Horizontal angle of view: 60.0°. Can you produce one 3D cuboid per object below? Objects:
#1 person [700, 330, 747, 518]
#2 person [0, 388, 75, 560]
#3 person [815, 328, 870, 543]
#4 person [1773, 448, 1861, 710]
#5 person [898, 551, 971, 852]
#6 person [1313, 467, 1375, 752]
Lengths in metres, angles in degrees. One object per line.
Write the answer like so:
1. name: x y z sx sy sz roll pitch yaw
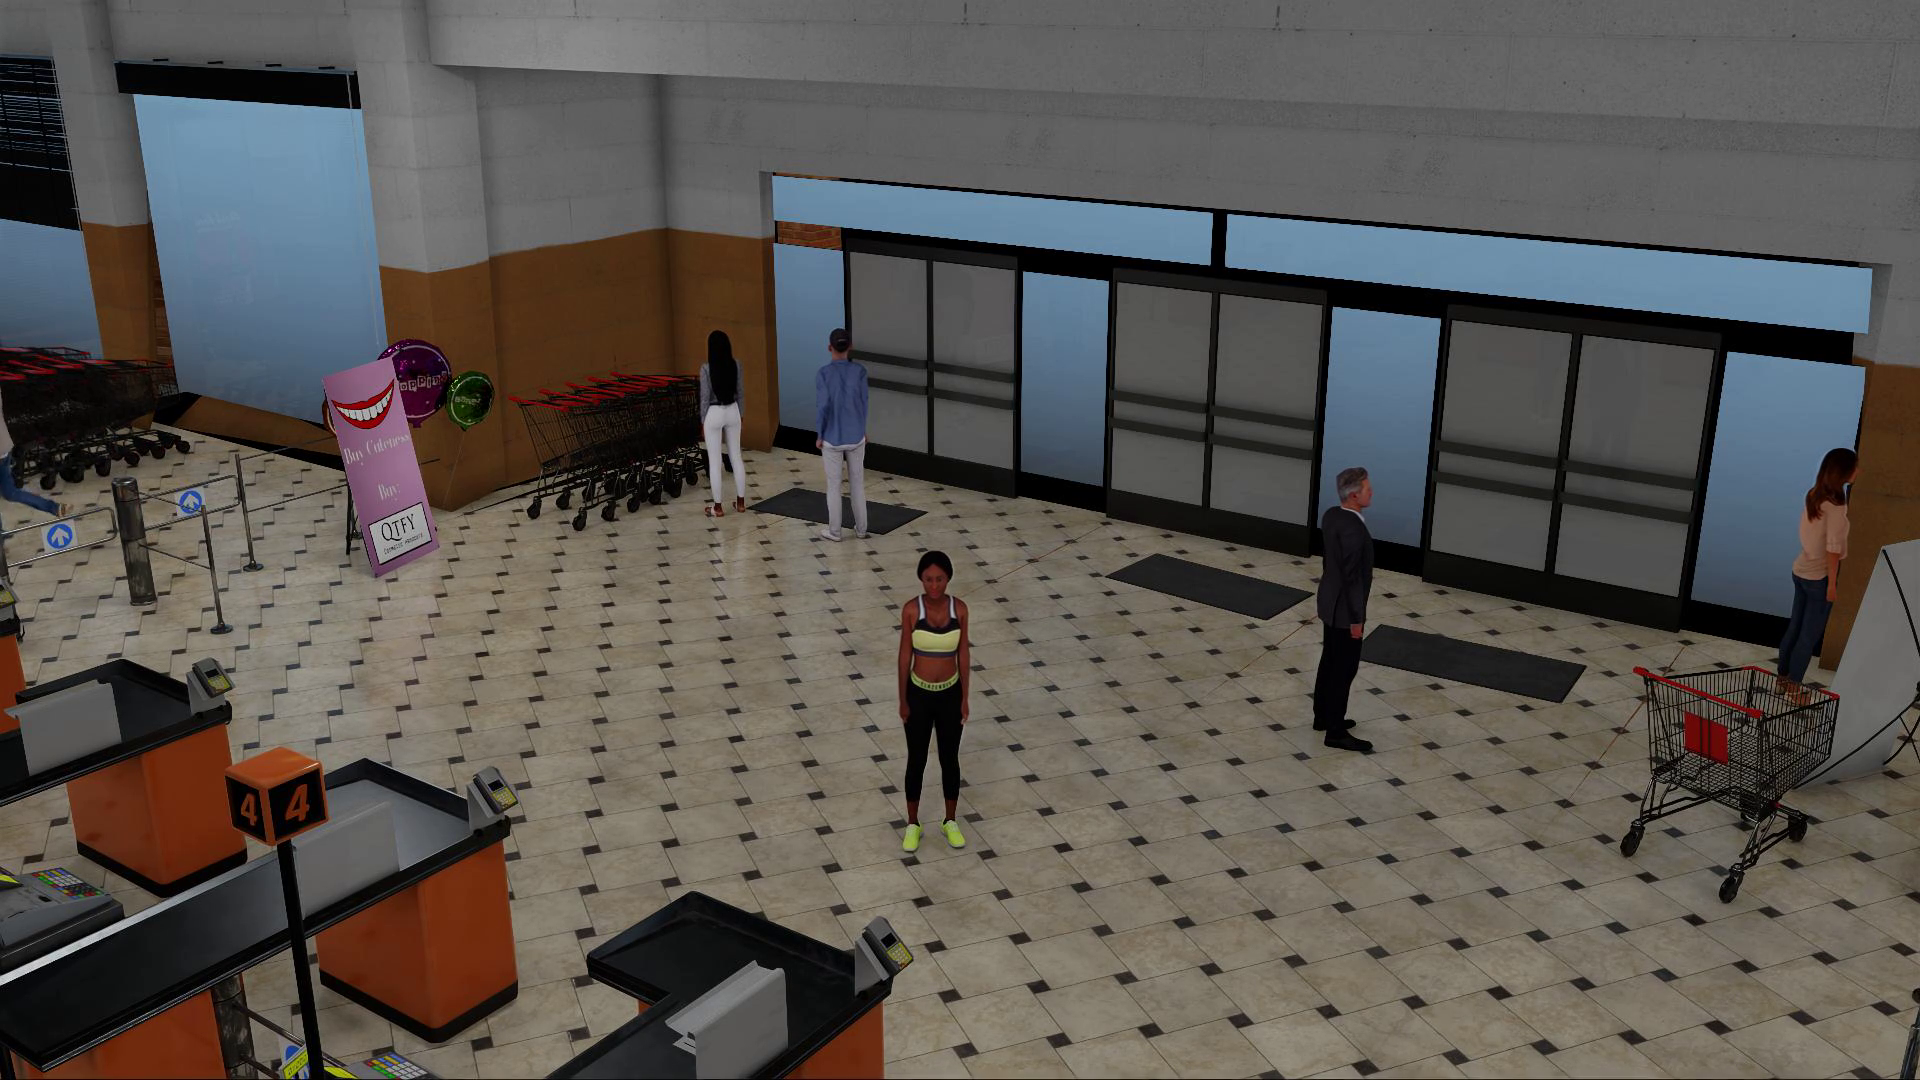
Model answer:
1. person: -2.168 -1.075 15.186 0.587 1.725 0.721 -12 22 -31
2. person: -8.025 -0.741 13.954 1.173 1.880 1.050 -5 19 -15
3. person: -1.019 -0.914 14.452 0.693 1.887 0.803 -8 20 -22
4. person: 5.748 0.242 11.178 0.734 1.790 0.620 2 19 5
5. person: -0.148 0.889 9.314 0.640 1.755 0.696 -3 19 -8
6. person: 2.452 0.412 10.591 0.863 1.842 0.776 -1 19 -4
